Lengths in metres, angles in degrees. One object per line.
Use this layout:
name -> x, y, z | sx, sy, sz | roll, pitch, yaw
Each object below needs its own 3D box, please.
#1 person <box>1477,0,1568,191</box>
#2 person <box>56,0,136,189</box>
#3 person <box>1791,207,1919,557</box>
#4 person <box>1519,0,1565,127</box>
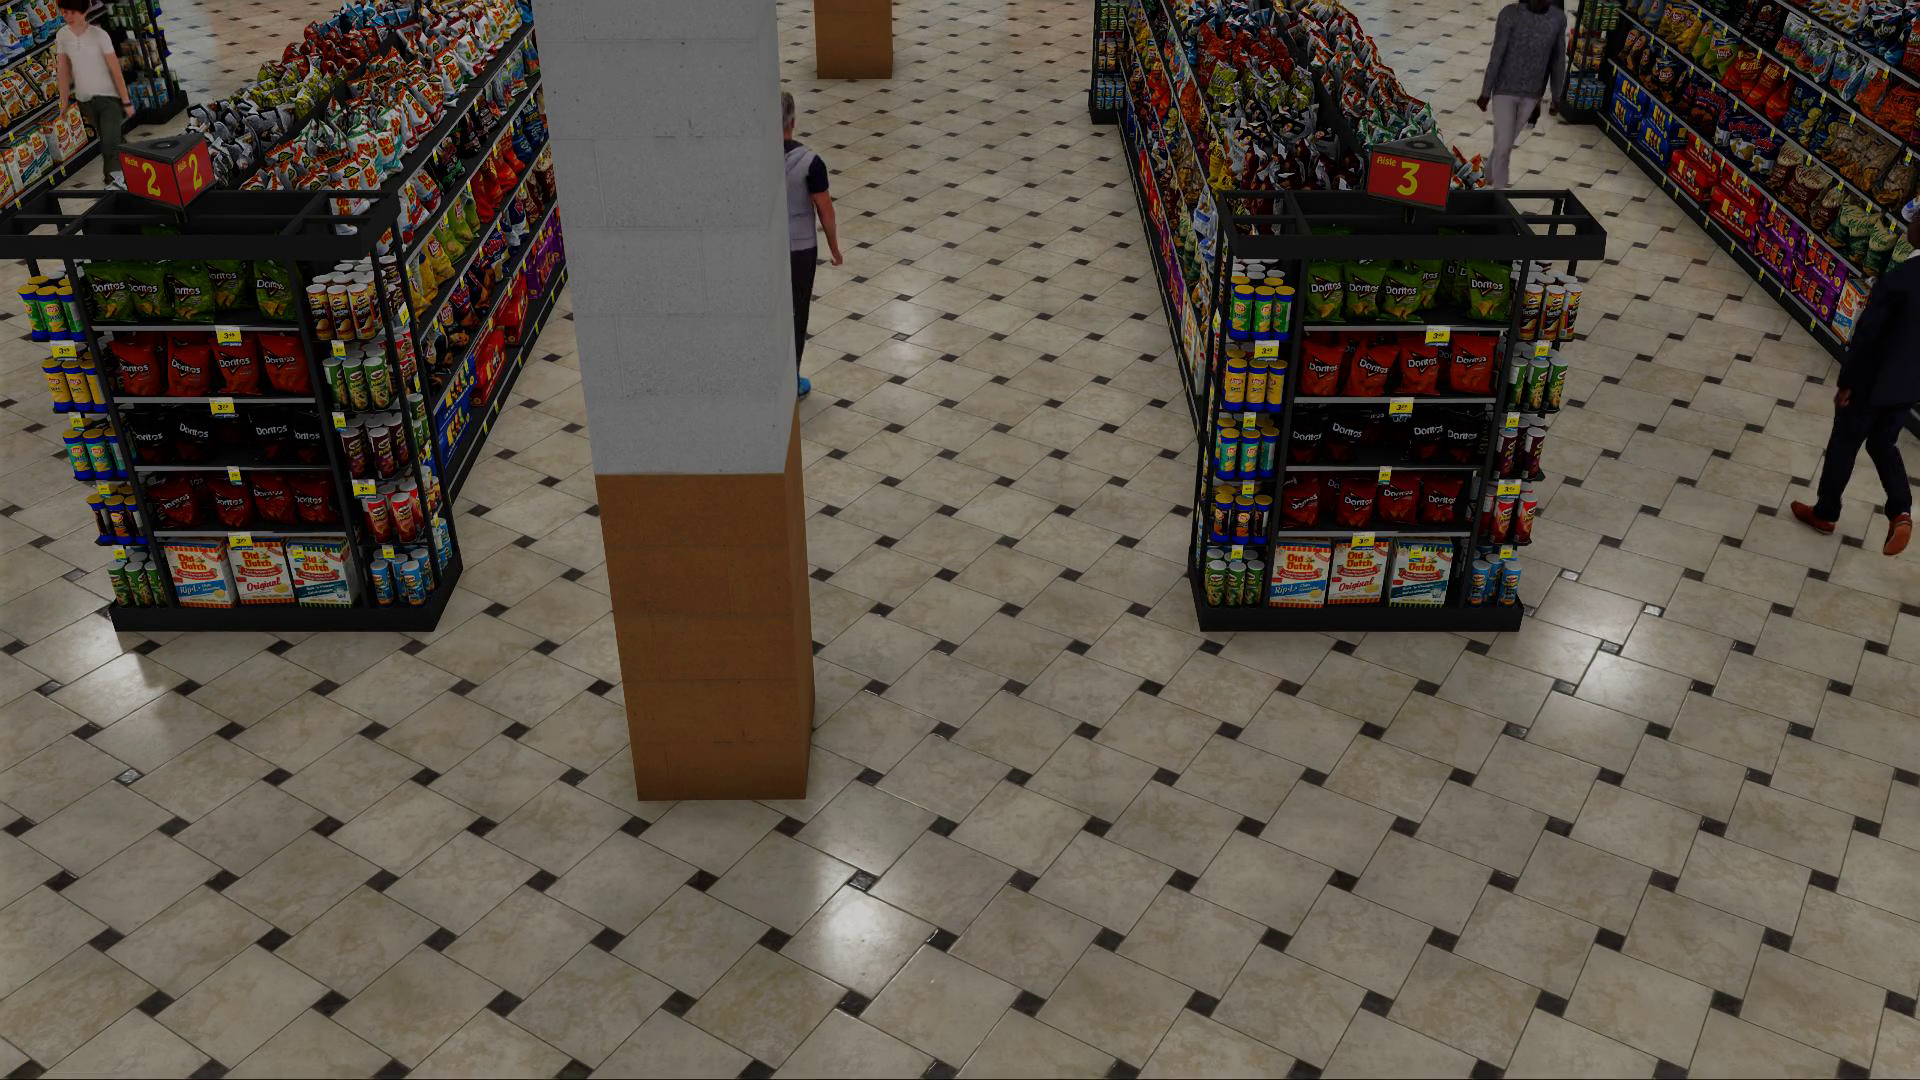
person -> 4.033, -3.281, 12.188 | 0.833, 1.805, 1.104 | -5, 32, -8
person -> -6.322, -3.248, 12.319 | 0.676, 1.611, 1.116 | 4, 32, 7
person -> 4.561, -0.736, 8.096 | 0.815, 1.807, 1.001 | -6, 32, -10
person -> 4.910, -4.377, 13.950 | 0.616, 1.804, 1.002 | 0, 32, -1
